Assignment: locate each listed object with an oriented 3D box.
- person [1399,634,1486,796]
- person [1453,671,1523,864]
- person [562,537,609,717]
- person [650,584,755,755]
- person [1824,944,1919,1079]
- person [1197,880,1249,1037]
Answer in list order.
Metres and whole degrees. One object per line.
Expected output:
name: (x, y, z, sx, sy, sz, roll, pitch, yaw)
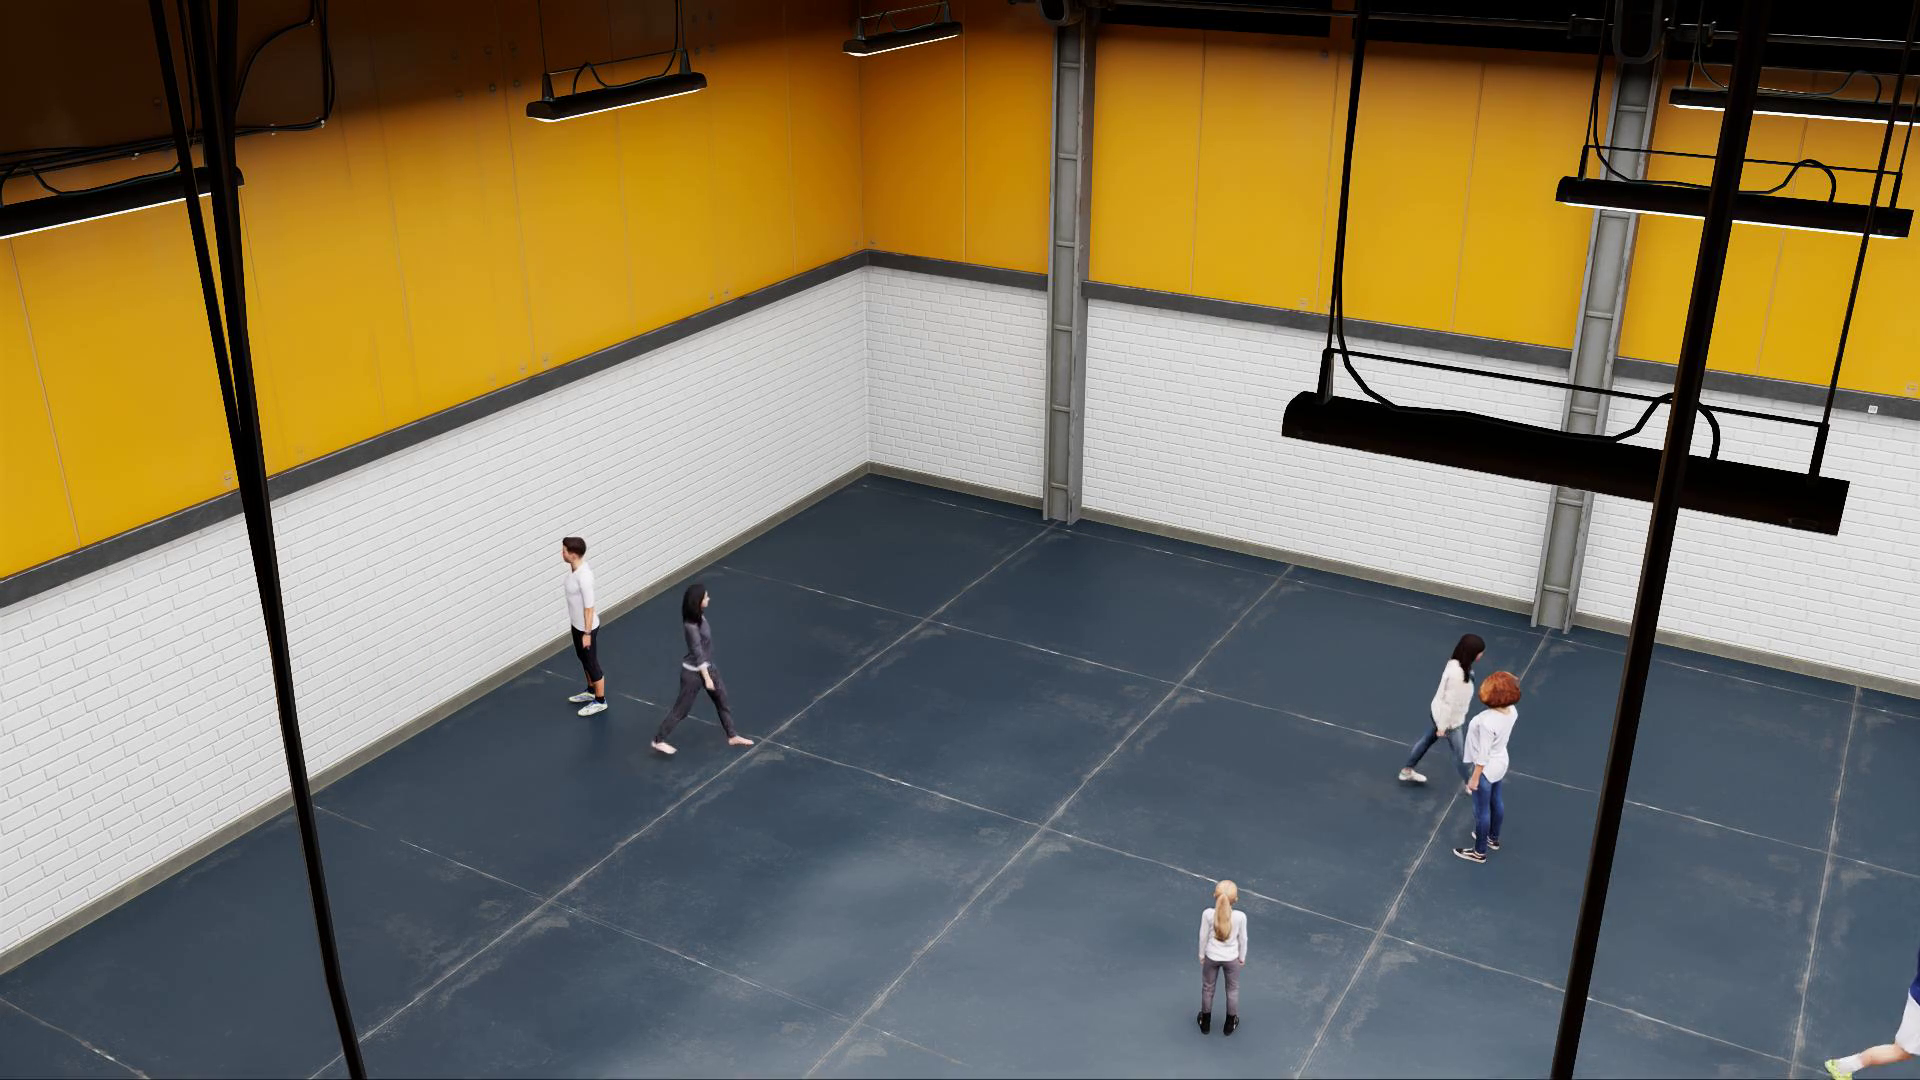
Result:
person: (4.268, 1.549, 14.795, 1.153, 1.587, 0.907, 4, 24, 10)
person: (4.442, 1.879, 13.881, 0.702, 1.714, 0.688, -21, 31, -40)
person: (-3.654, 0.805, 16.170, 0.808, 1.850, 0.707, -11, 26, -23)
person: (-2.518, 1.242, 15.345, 1.256, 1.710, 1.051, -2, 24, -4)
person: (6.377, 3.053, 11.078, 1.139, 1.810, 0.661, 12, 26, 26)
person: (1.874, 2.982, 11.902, 0.527, 1.279, 0.616, 4, 24, 9)
